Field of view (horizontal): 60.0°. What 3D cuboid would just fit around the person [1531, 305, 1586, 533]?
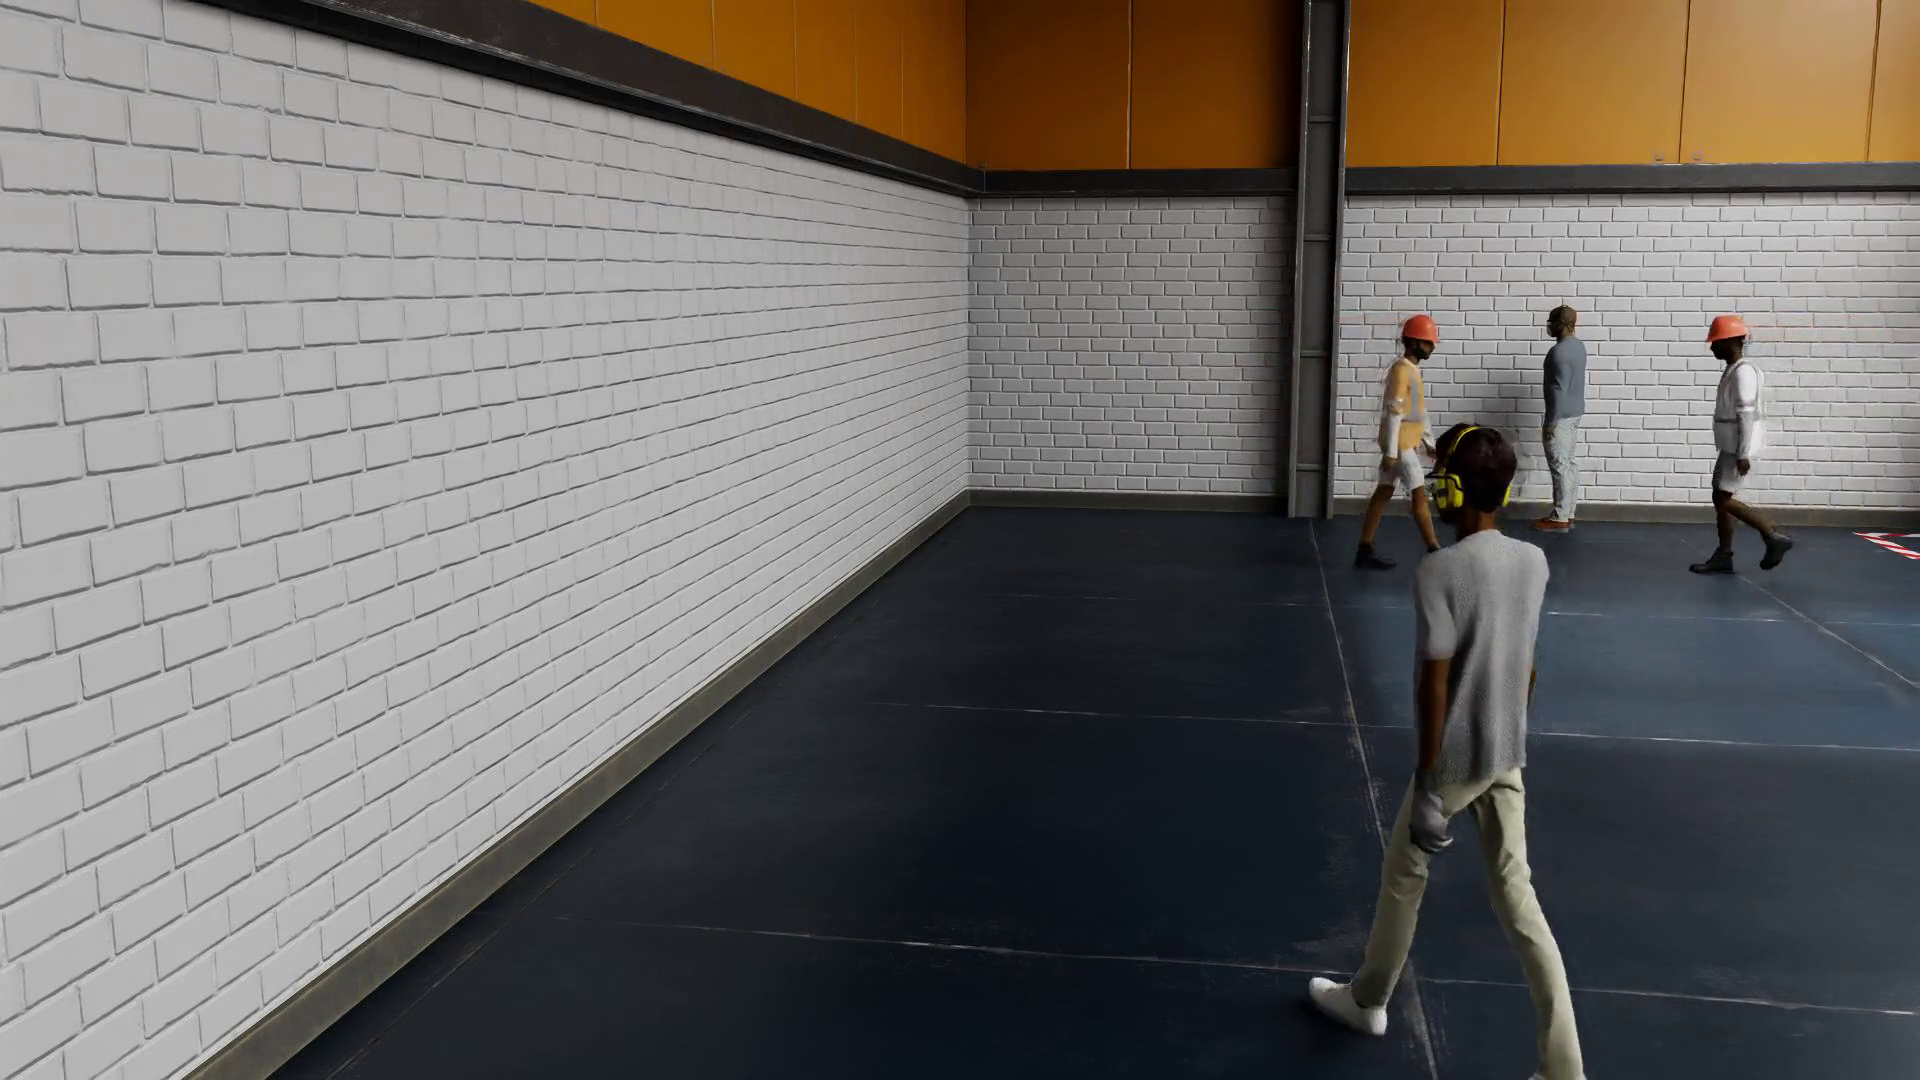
[{"bbox_3d":[5.132,-1.032,14.203,0.354,1.937,0.635,6,11,34],"label":"person"}]

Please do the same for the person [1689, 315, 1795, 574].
[{"bbox_3d":[5.688,-0.672,12.092,0.654,1.904,0.580,3,10,17],"label":"person"}]

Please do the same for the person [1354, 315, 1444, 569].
[{"bbox_3d":[3.381,-0.697,12.248,0.942,1.887,0.577,3,10,19],"label":"person"}]

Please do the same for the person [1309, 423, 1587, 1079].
[{"bbox_3d":[1.387,0.594,4.511,0.544,1.822,0.995,-5,10,-28],"label":"person"}]
